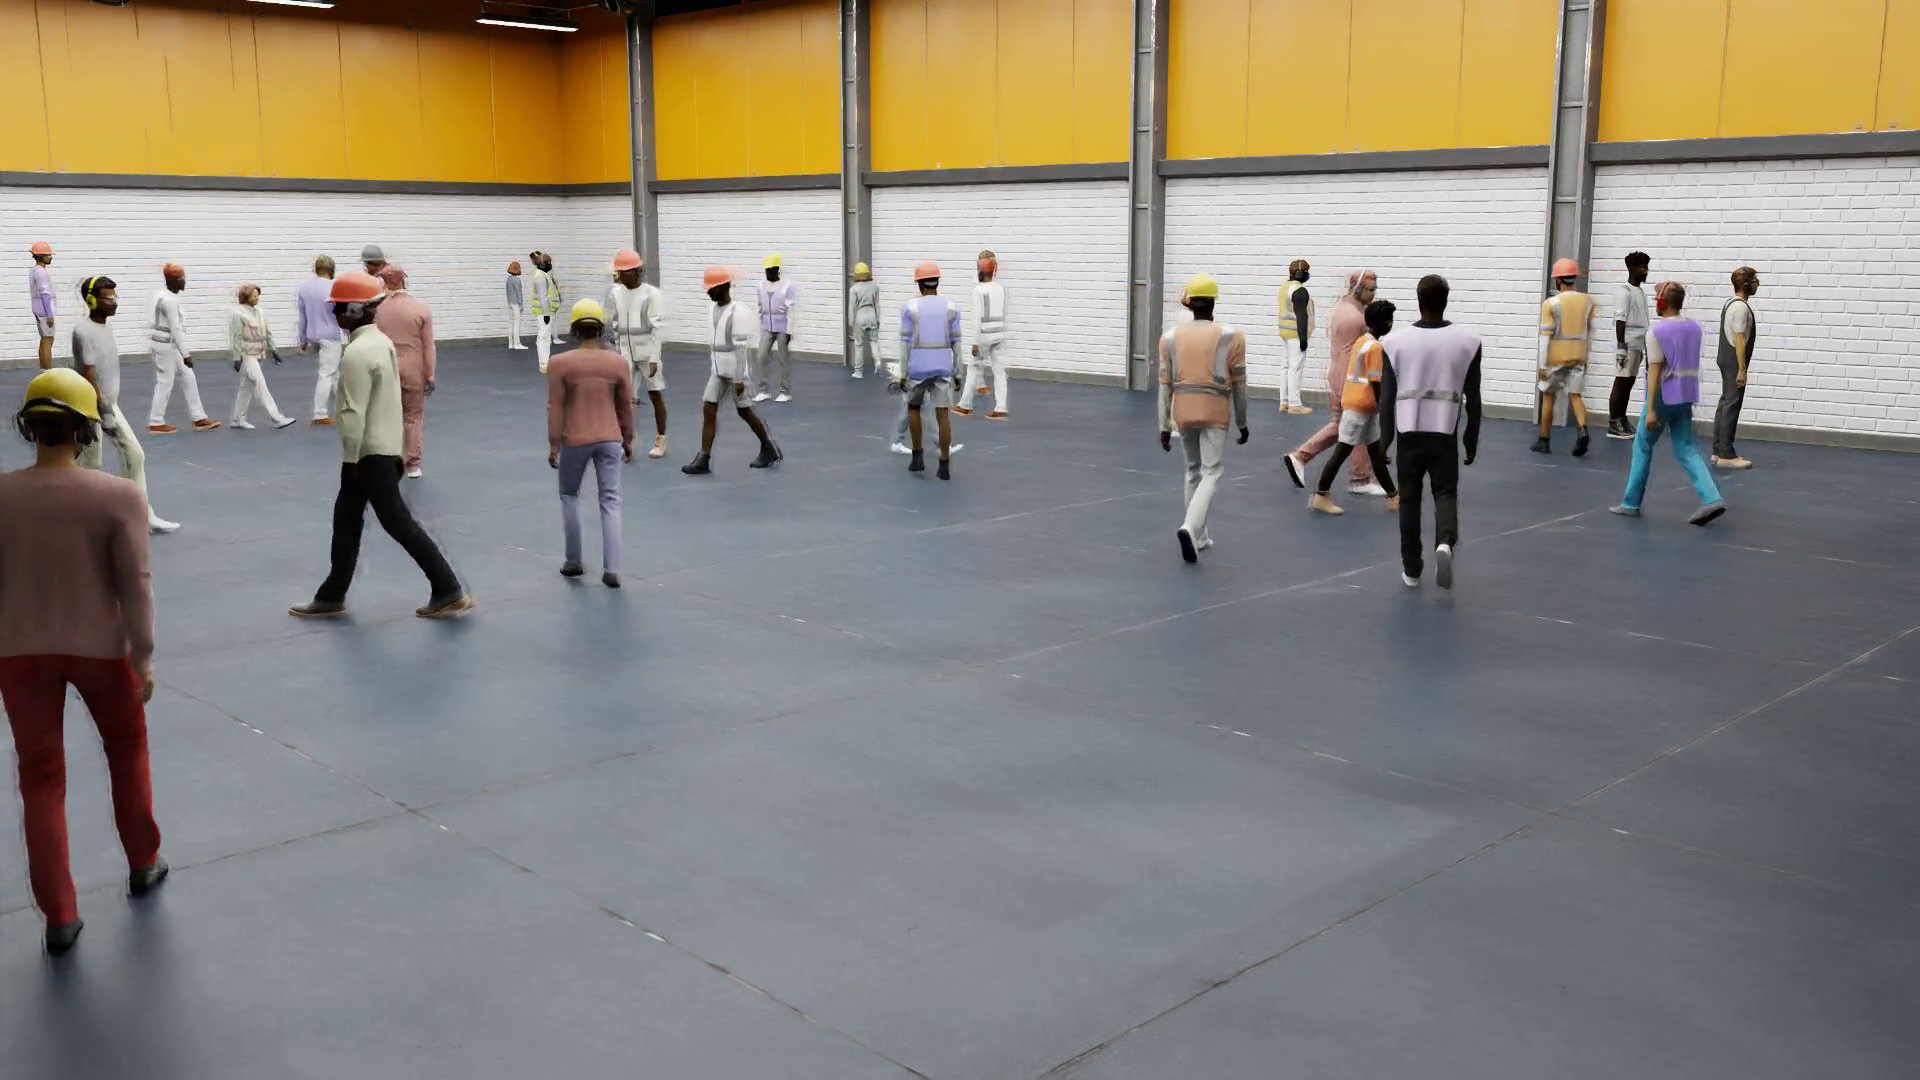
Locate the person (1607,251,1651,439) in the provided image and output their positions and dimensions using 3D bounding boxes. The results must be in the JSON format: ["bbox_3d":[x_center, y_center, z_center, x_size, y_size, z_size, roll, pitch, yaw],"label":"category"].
[{"bbox_3d":[7.074,-2.057,17.562,0.361,1.964,0.613,8,13,38],"label":"person"}]

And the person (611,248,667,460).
[{"bbox_3d":[-3.067,-1.735,15.701,0.646,1.993,0.887,5,11,25],"label":"person"}]

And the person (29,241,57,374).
[{"bbox_3d":[-13.219,-3.292,24.085,0.372,2.042,0.615,-8,13,-36],"label":"person"}]

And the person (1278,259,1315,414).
[{"bbox_3d":[4.048,-2.440,19.994,0.429,1.842,0.633,-2,11,-9],"label":"person"}]

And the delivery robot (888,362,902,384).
[{"bbox_3d":[-0.610,-2.283,22.394,0.707,0.478,0.477,-2,11,-11],"label":"delivery robot"}]

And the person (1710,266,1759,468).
[{"bbox_3d":[7.163,-1.588,15.334,0.333,1.845,0.515,2,11,13],"label":"person"}]

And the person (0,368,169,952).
[{"bbox_3d":[-2.754,0.340,5.157,0.530,1.726,0.790,-3,11,-17],"label":"person"}]

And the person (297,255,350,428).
[{"bbox_3d":[-7.028,-2.238,18.707,0.638,1.904,0.912,5,12,27],"label":"person"}]

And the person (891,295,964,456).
[{"bbox_3d":[-0.331,-1.599,16.099,0.867,1.577,0.511,5,12,27],"label":"person"}]

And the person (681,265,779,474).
[{"bbox_3d":[-2.064,-1.542,15.003,0.569,1.883,1.007,10,14,43],"label":"person"}]

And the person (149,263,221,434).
[{"bbox_3d":[-8.397,-2.050,17.884,0.786,1.838,0.654,-3,11,-16],"label":"person"}]

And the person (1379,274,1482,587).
[{"bbox_3d":[2.814,-0.635,9.982,0.595,1.907,0.625,2,11,12],"label":"person"}]

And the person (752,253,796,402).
[{"bbox_3d":[-2.387,-2.681,21.155,0.588,1.904,0.723,5,11,23],"label":"person"}]

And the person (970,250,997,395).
[{"bbox_3d":[0.324,-2.918,22.335,0.376,1.940,0.629,1,10,4],"label":"person"}]

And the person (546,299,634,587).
[{"bbox_3d":[-2.280,-0.600,10.230,0.549,1.740,0.715,-5,12,-26],"label":"person"}]

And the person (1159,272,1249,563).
[{"bbox_3d":[1.568,-0.810,10.971,0.579,1.902,0.877,6,12,28],"label":"person"}]

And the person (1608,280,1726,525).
[{"bbox_3d":[5.328,-1.016,12.362,0.594,1.810,0.899,-6,12,-28],"label":"person"}]

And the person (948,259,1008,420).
[{"bbox_3d":[0.227,-2.326,19.332,0.869,1.850,0.605,10,14,44],"label":"person"}]

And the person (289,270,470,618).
[{"bbox_3d":[-3.232,-0.510,9.191,1.001,1.950,0.627,-1,10,-7],"label":"person"}]

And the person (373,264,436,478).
[{"bbox_3d":[-4.883,-1.447,14.466,0.644,1.890,0.581,-2,11,-11],"label":"person"}]

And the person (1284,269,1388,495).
[{"bbox_3d":[3.137,-1.295,13.686,0.793,1.875,0.666,1,10,6],"label":"person"}]

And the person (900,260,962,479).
[{"bbox_3d":[-0.274,-1.511,14.719,0.563,1.911,0.681,-2,11,-13],"label":"person"}]

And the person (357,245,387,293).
[{"bbox_3d":[-6.994,-2.538,19.982,0.539,2.000,0.688,-3,11,-16],"label":"person"}]

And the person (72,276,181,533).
[{"bbox_3d":[-5.925,-0.917,11.688,0.811,1.836,0.558,0,10,-2],"label":"person"}]

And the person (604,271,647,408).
[{"bbox_3d":[-4.075,-2.505,20.405,0.572,1.812,0.626,-7,13,-35],"label":"person"}]

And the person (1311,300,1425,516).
[{"bbox_3d":[3.104,-0.995,12.621,0.881,1.636,0.551,1,10,6],"label":"person"}]

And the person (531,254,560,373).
[{"bbox_3d":[-6.453,-3.525,25.914,0.429,1.844,0.622,-3,11,-17],"label":"person"}]

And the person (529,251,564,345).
[{"bbox_3d":[-8.084,-4.738,32.573,0.325,1.834,0.687,7,12,33],"label":"person"}]

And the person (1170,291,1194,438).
[{"bbox_3d":[2.491,-1.844,17.375,0.695,1.606,0.519,1,10,5],"label":"person"}]

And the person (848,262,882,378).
[{"bbox_3d":[-1.425,-3.280,24.859,0.526,1.729,0.545,-5,12,-26],"label":"person"}]

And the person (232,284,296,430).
[{"bbox_3d":[-7.691,-1.994,18.237,0.855,1.595,0.516,1,10,6],"label":"person"}]

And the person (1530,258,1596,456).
[{"bbox_3d":[5.860,-1.761,16.090,0.575,1.917,0.745,-1,10,-5],"label":"person"}]

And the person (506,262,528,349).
[{"bbox_3d":[-8.349,-4.400,31.250,0.269,1.632,0.505,-8,13,-38],"label":"person"}]
